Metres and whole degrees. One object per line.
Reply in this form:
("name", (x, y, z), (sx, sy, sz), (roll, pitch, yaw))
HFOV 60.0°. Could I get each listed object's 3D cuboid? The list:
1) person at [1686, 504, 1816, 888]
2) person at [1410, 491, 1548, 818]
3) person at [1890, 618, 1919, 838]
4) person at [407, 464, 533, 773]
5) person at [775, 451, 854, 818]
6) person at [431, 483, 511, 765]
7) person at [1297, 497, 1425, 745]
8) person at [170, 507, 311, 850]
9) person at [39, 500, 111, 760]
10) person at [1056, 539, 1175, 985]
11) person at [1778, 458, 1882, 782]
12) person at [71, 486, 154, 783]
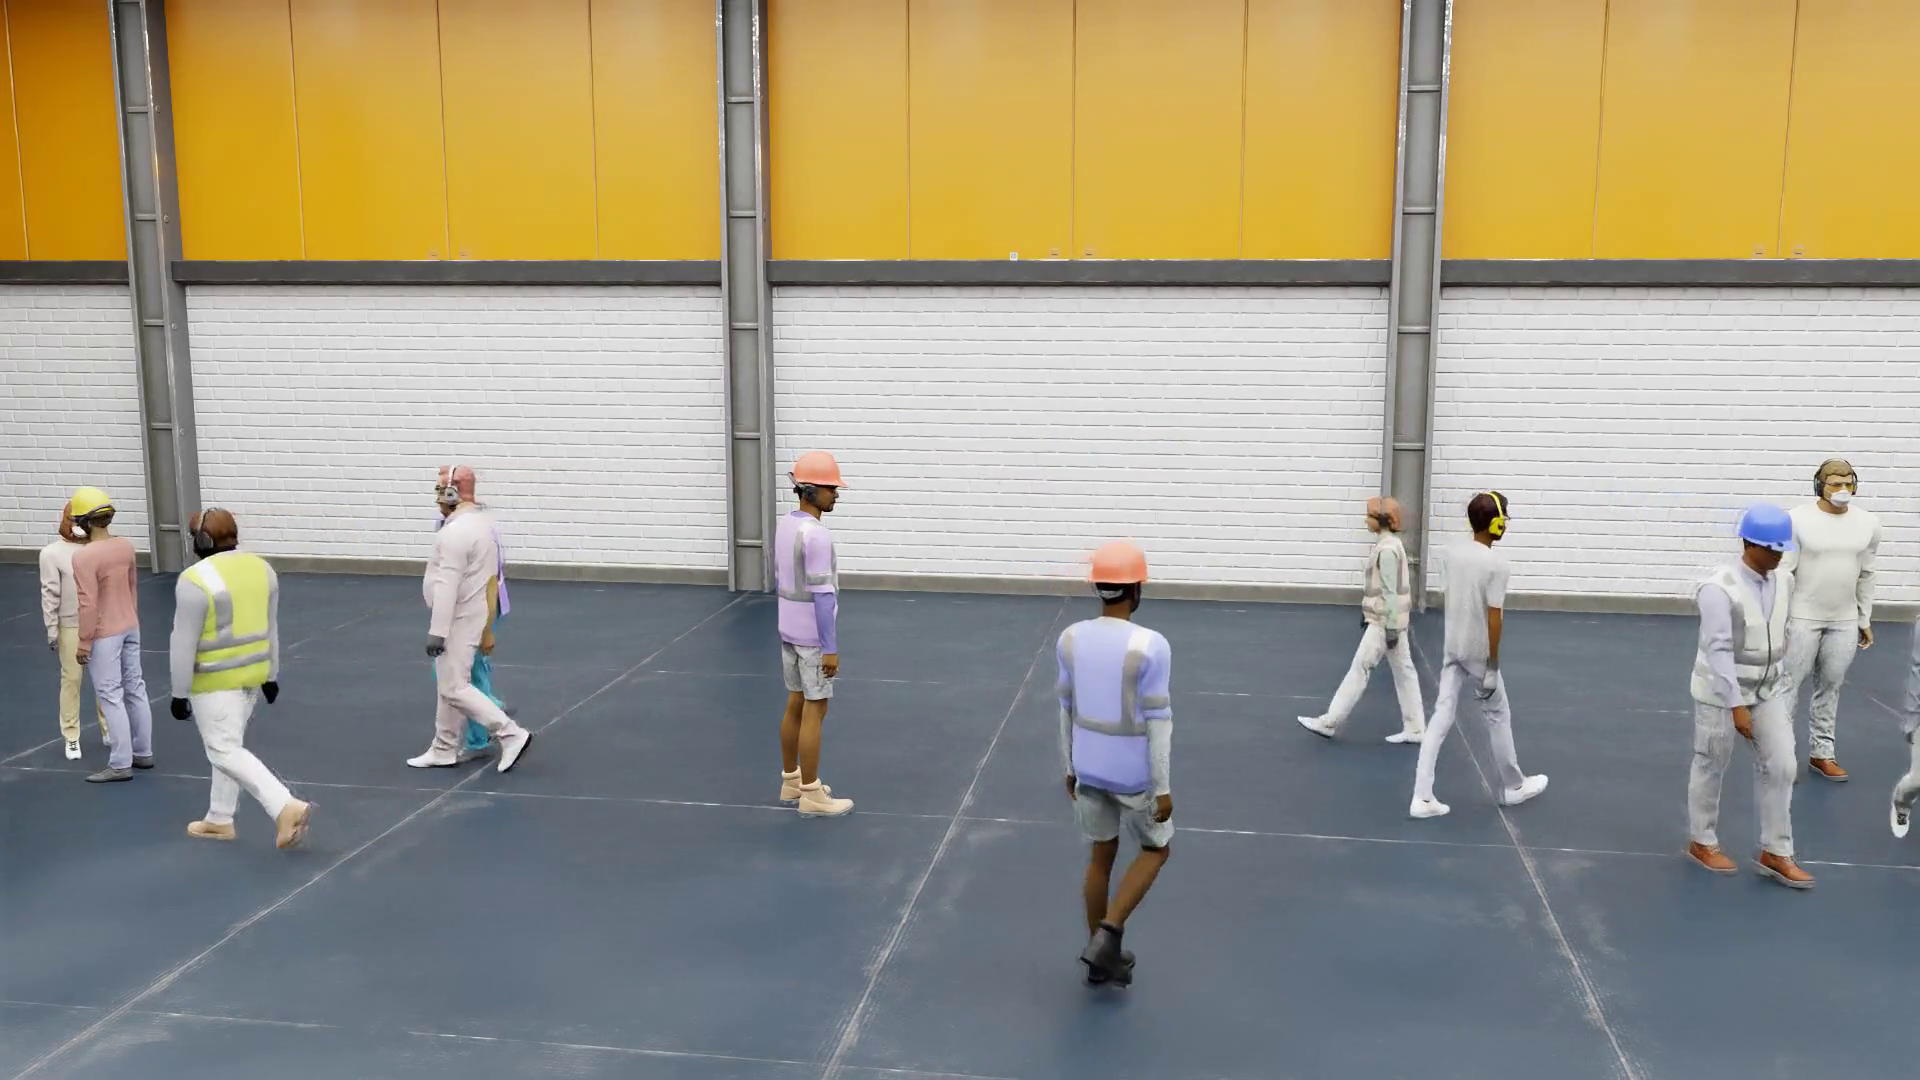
("person", (3.895, 0.767, 8.153), (0.616, 1.907, 0.773), (-3, 10, -18))
("person", (2.886, 0.631, 9.281), (0.968, 1.819, 0.536), (-5, 11, -29))
("person", (4.981, 0.883, 8.374), (0.510, 1.604, 0.692), (2, 9, 12))
("person", (-2.987, 0.484, 9.983), (0.768, 1.882, 0.662), (0, 9, -3))
("person", (-0.813, 0.519, 9.295), (0.389, 2.039, 0.613), (-5, 10, -26))
("person", (-3.007, 0.483, 10.197), (0.653, 1.810, 0.496), (9, 13, 43))
("person", (2.613, 0.519, 10.631), (0.843, 1.592, 0.546), (3, 10, 18))
("person", (-3.760, 0.736, 8.689), (0.827, 1.812, 0.666), (3, 10, 17))
("person", (-5.451, 0.542, 10.407), (0.280, 1.631, 0.504), (9, 13, 43))
("person", (0.657, 0.953, 6.994), (0.560, 1.919, 0.426), (8, 12, 39))
("person", (5.118, 0.476, 9.876), (0.629, 1.940, 0.379), (0, 9, 0))
("person", (-5.083, 0.560, 9.897), (0.328, 1.765, 0.528), (1, 9, 7))
